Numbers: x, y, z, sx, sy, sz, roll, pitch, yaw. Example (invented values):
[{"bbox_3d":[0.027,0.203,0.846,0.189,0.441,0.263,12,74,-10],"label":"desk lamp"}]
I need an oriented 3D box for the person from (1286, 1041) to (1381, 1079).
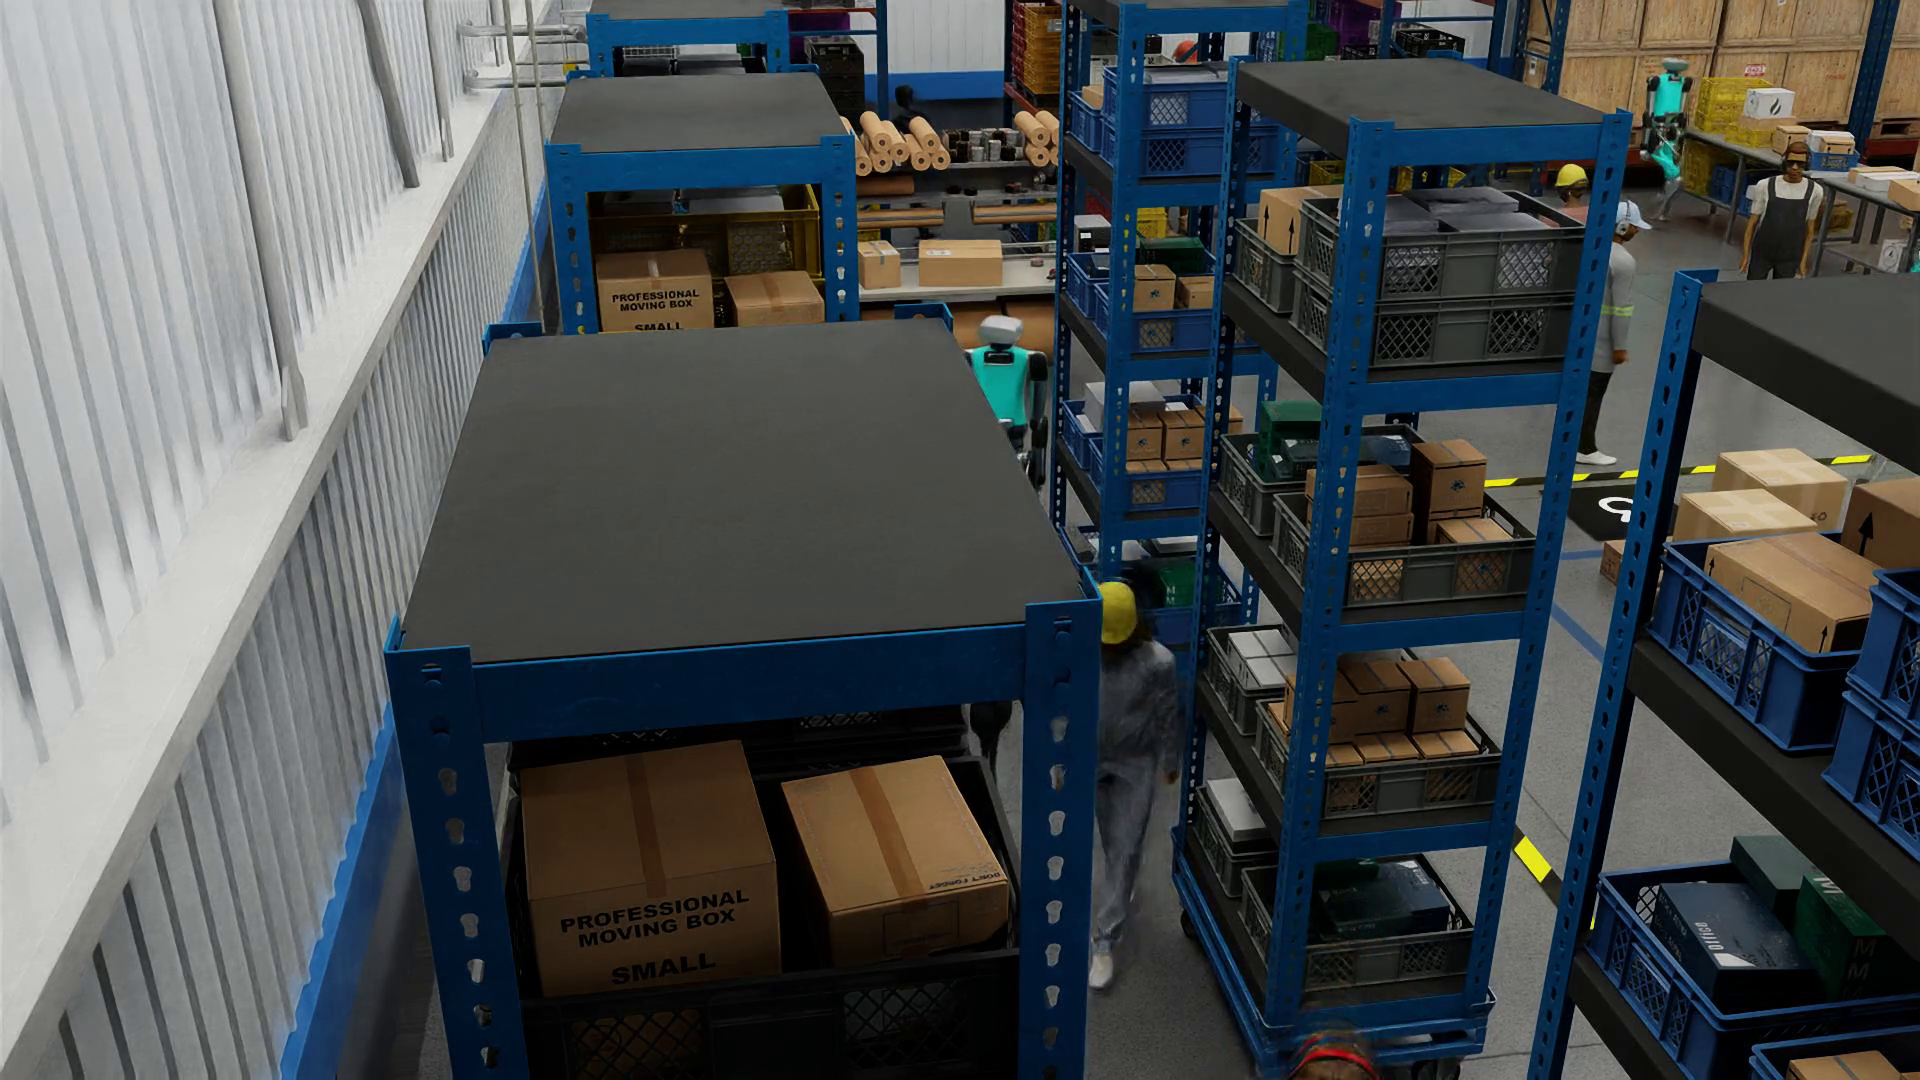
[{"bbox_3d":[0.895,1.923,4.287,0.577,1.803,0.924,6,25,12],"label":"person"}]

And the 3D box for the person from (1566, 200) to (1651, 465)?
[{"bbox_3d":[4.458,-1.436,11.532,0.405,1.846,0.587,-5,25,-10],"label":"person"}]

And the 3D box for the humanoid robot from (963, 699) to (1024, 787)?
[{"bbox_3d":[0.021,0.659,7.230,0.610,1.633,0.730,1,25,1],"label":"humanoid robot"}]

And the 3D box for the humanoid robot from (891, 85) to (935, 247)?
[{"bbox_3d":[-0.464,-3.758,16.798,0.371,1.642,0.610,17,30,33],"label":"humanoid robot"}]

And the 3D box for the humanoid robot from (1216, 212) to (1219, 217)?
[{"bbox_3d":[2.768,-4.287,17.965,0.616,1.638,0.602,11,27,23],"label":"humanoid robot"}]

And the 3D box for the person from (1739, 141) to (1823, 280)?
[{"bbox_3d":[6.537,-2.265,13.335,0.506,1.846,0.346,7,26,15],"label":"person"}]

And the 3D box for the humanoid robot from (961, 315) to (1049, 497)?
[{"bbox_3d":[0.192,-0.253,9.177,0.540,1.851,0.778,4,25,9],"label":"humanoid robot"}]

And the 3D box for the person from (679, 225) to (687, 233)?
[{"bbox_3d":[-2.224,-1.977,12.659,0.548,1.896,0.969,-7,26,-15],"label":"person"}]

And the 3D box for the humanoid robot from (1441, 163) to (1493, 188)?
[{"bbox_3d":[4.985,-3.627,16.557,0.601,1.656,0.708,-7,26,-14],"label":"humanoid robot"}]

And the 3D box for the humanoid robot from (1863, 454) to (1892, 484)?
[{"bbox_3d":[6.384,-1.065,10.873,0.841,1.799,0.544,-12,27,-23],"label":"humanoid robot"}]

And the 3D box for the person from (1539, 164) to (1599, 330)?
[{"bbox_3d":[4.663,-2.033,12.929,0.523,1.764,0.320,-10,27,-21],"label":"person"}]

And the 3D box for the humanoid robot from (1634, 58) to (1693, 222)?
[{"bbox_3d":[7.513,-4.157,17.558,0.577,1.734,0.968,-8,26,-17],"label":"humanoid robot"}]

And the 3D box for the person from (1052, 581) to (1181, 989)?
[{"bbox_3d":[0.597,0.916,6.594,0.498,1.679,0.836,9,26,18],"label":"person"}]

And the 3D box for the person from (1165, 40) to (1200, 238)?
[{"bbox_3d":[2.282,-4.096,17.109,0.606,2.029,0.403,-18,30,-33],"label":"person"}]

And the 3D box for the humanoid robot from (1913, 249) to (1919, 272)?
[{"bbox_3d":[8.196,-2.421,13.848,0.533,1.819,0.698,2,25,4],"label":"humanoid robot"}]
